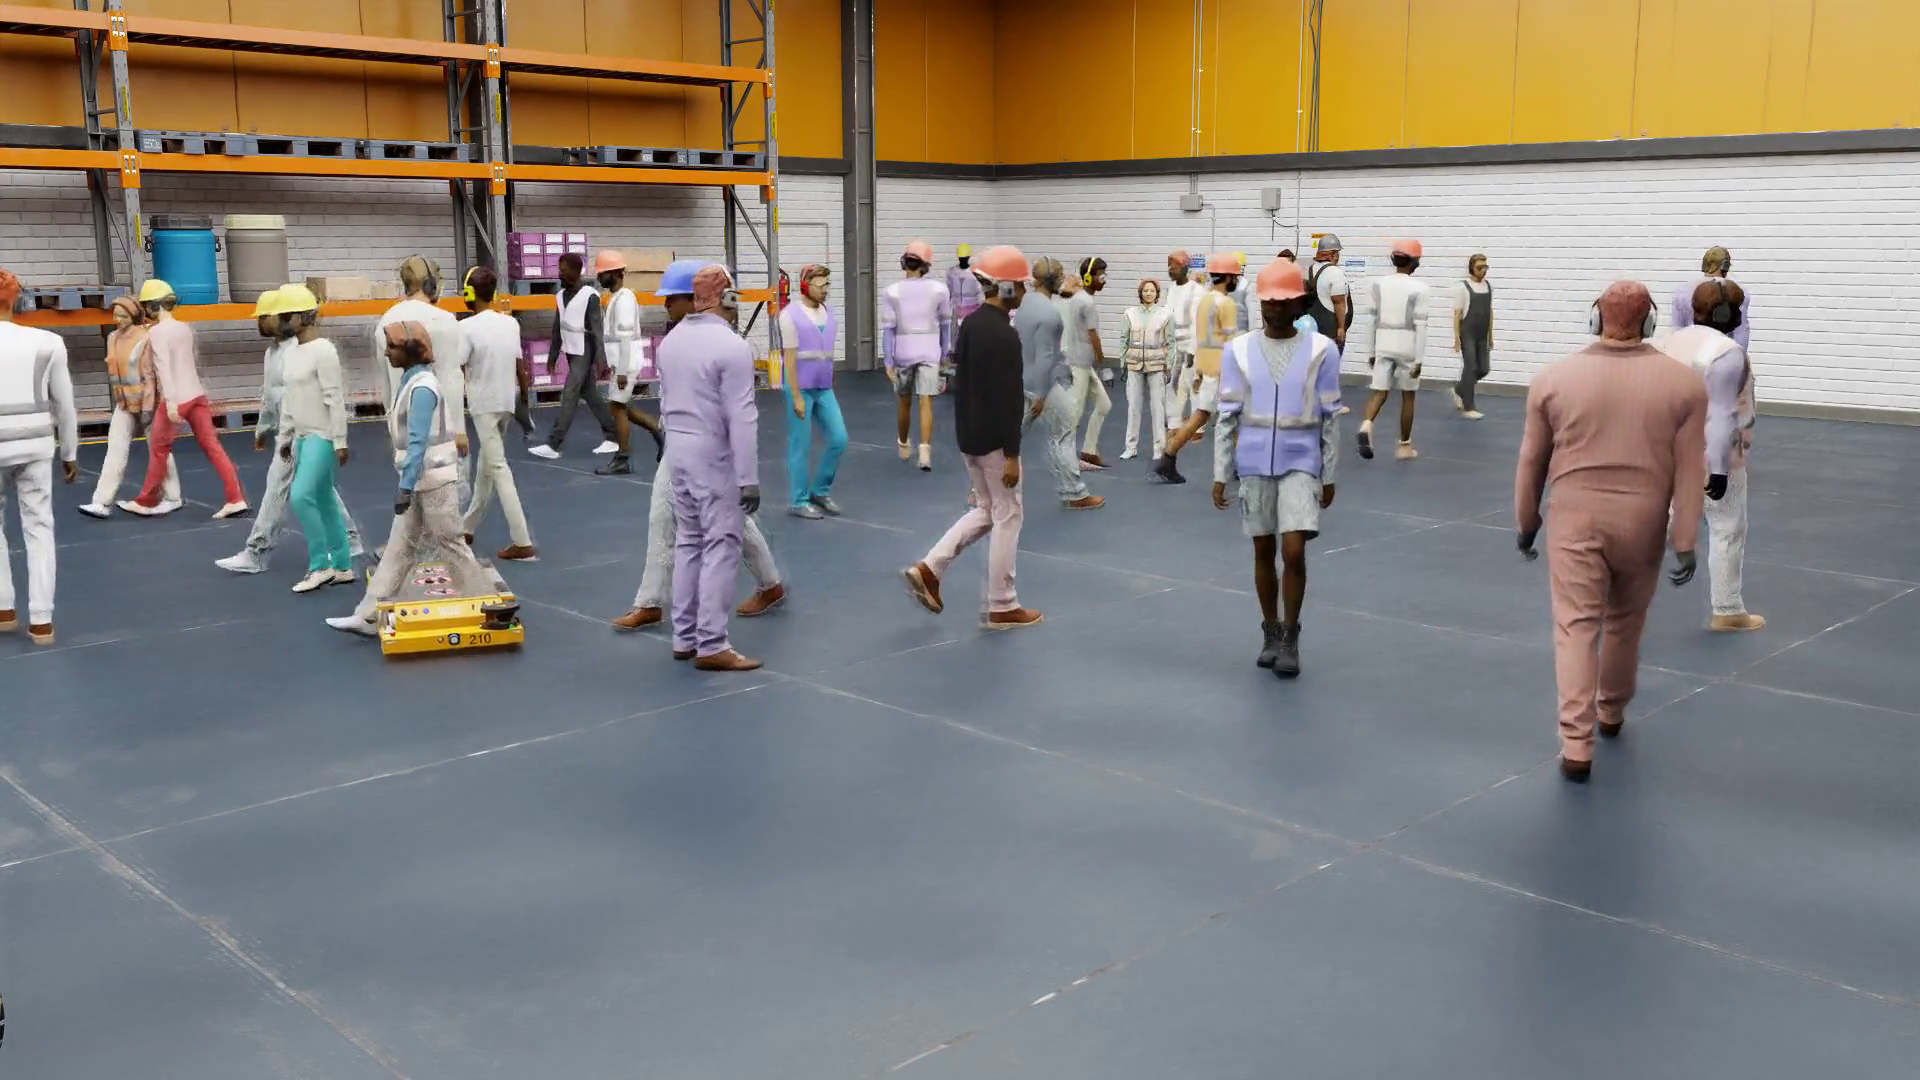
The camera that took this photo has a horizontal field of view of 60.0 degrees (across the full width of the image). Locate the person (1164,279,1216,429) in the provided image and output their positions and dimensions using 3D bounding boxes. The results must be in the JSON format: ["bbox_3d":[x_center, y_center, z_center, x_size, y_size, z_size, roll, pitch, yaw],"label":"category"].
[{"bbox_3d":[2.490,-1.938,17.379,0.840,1.574,0.539,-3,11,-15],"label":"person"}]

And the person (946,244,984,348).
[{"bbox_3d":[0.041,-3.435,24.673,0.664,1.890,0.758,4,11,19],"label":"person"}]

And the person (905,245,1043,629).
[{"bbox_3d":[0.099,-0.505,8.477,0.616,1.975,0.634,-5,11,-24],"label":"person"}]

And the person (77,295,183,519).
[{"bbox_3d":[-5.905,-0.928,11.809,0.557,1.587,0.855,5,11,24],"label":"person"}]

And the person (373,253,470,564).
[{"bbox_3d":[-3.036,-0.632,9.315,0.641,1.924,0.615,8,13,37],"label":"person"}]

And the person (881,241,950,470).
[{"bbox_3d":[-0.385,-1.609,14.540,0.597,1.982,1.041,0,10,2],"label":"person"}]

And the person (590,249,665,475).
[{"bbox_3d":[-2.783,-1.501,14.094,0.651,1.912,0.556,-3,11,-15],"label":"person"}]

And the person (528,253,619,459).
[{"bbox_3d":[-3.540,-1.691,15.251,1.022,1.859,0.614,-9,14,-41],"label":"person"}]

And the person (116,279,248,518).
[{"bbox_3d":[-5.569,-0.987,11.844,0.959,1.711,0.547,2,11,8],"label":"person"}]

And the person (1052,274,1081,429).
[{"bbox_3d":[1.114,-1.948,17.300,0.393,1.614,0.521,-9,14,-40],"label":"person"}]

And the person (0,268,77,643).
[{"bbox_3d":[-4.776,-0.430,8.377,0.604,1.854,0.733,-7,13,-35],"label":"person"}]

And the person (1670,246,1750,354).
[{"bbox_3d":[6.253,-1.478,13.903,0.627,1.933,0.371,9,14,42],"label":"person"}]

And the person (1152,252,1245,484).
[{"bbox_3d":[2.043,-1.396,13.591,1.001,1.895,0.550,-1,10,-7],"label":"person"}]

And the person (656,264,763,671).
[{"bbox_3d":[-1.156,-0.339,7.824,0.415,1.893,0.664,-9,14,-41],"label":"person"}]

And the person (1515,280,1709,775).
[{"bbox_3d":[2.485,-0.067,6.416,0.666,1.853,0.991,4,11,19],"label":"person"}]

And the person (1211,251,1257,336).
[{"bbox_3d":[3.363,-2.617,20.385,0.601,1.830,0.403,8,13,36],"label":"person"}]

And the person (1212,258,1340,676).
[{"bbox_3d":[1.436,-0.323,7.641,0.560,1.913,0.640,3,11,18],"label":"person"}]

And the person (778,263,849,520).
[{"bbox_3d":[-1.057,-1.043,11.822,0.468,1.821,0.557,9,14,40],"label":"person"}]

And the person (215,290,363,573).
[{"bbox_3d":[-4.100,-0.664,10.112,0.919,1.689,0.505,-8,13,-39],"label":"person"}]

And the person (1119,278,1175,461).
[{"bbox_3d":[1.686,-1.539,15.020,0.514,1.645,0.307,4,11,20],"label":"person"}]

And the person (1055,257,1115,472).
[{"bbox_3d":[1.109,-1.472,14.140,0.668,1.833,0.523,0,10,0],"label":"person"}]

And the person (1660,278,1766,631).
[{"bbox_3d":[3.713,-0.422,8.474,0.836,1.817,0.632,-1,10,-6],"label":"person"}]

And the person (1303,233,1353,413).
[{"bbox_3d":[4.228,-2.471,19.019,0.537,2.000,0.682,-5,11,-24],"label":"person"}]

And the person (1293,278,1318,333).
[{"bbox_3d":[2.602,-1.151,12.758,0.320,1.698,0.529,3,11,16],"label":"person"}]

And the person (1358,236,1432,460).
[{"bbox_3d":[3.848,-1.681,14.769,0.607,2.025,0.827,8,13,38],"label":"person"}]

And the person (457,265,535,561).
[{"bbox_3d":[-3.037,-0.787,10.433,0.931,1.817,0.557,6,12,28],"label":"person"}]

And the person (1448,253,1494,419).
[{"bbox_3d":[5.658,-2.265,18.466,0.526,1.830,0.559,-5,11,-24],"label":"person"}]

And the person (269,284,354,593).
[{"bbox_3d":[-3.717,-0.564,9.410,0.572,1.745,0.557,-10,14,-44],"label":"person"}]

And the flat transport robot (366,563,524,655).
[{"bbox_3d":[-2.705,0.317,8.643,0.652,0.197,1.431,-4,11,-22],"label":"flat transport robot"}]

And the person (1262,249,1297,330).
[{"bbox_3d":[3.698,-2.388,19.053,0.520,1.864,0.333,-2,11,-9],"label":"person"}]

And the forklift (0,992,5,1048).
[{"bbox_3d":[-3.245,0.323,3.363,2.313,2.155,1.214,2,11,13],"label":"forklift"}]

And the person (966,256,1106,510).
[{"bbox_3d":[0.531,-1.119,12.105,1.061,1.889,0.629,-4,11,-22],"label":"person"}]

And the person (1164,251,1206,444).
[{"bbox_3d":[2.149,-1.849,16.082,0.585,1.862,0.607,-7,12,-34],"label":"person"}]

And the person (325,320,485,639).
[{"bbox_3d":[-2.724,-0.265,8.175,0.826,1.599,0.526,-5,12,-25],"label":"person"}]

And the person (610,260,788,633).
[{"bbox_3d":[-1.325,-0.490,8.610,0.984,1.905,0.622,-8,13,-38],"label":"person"}]
